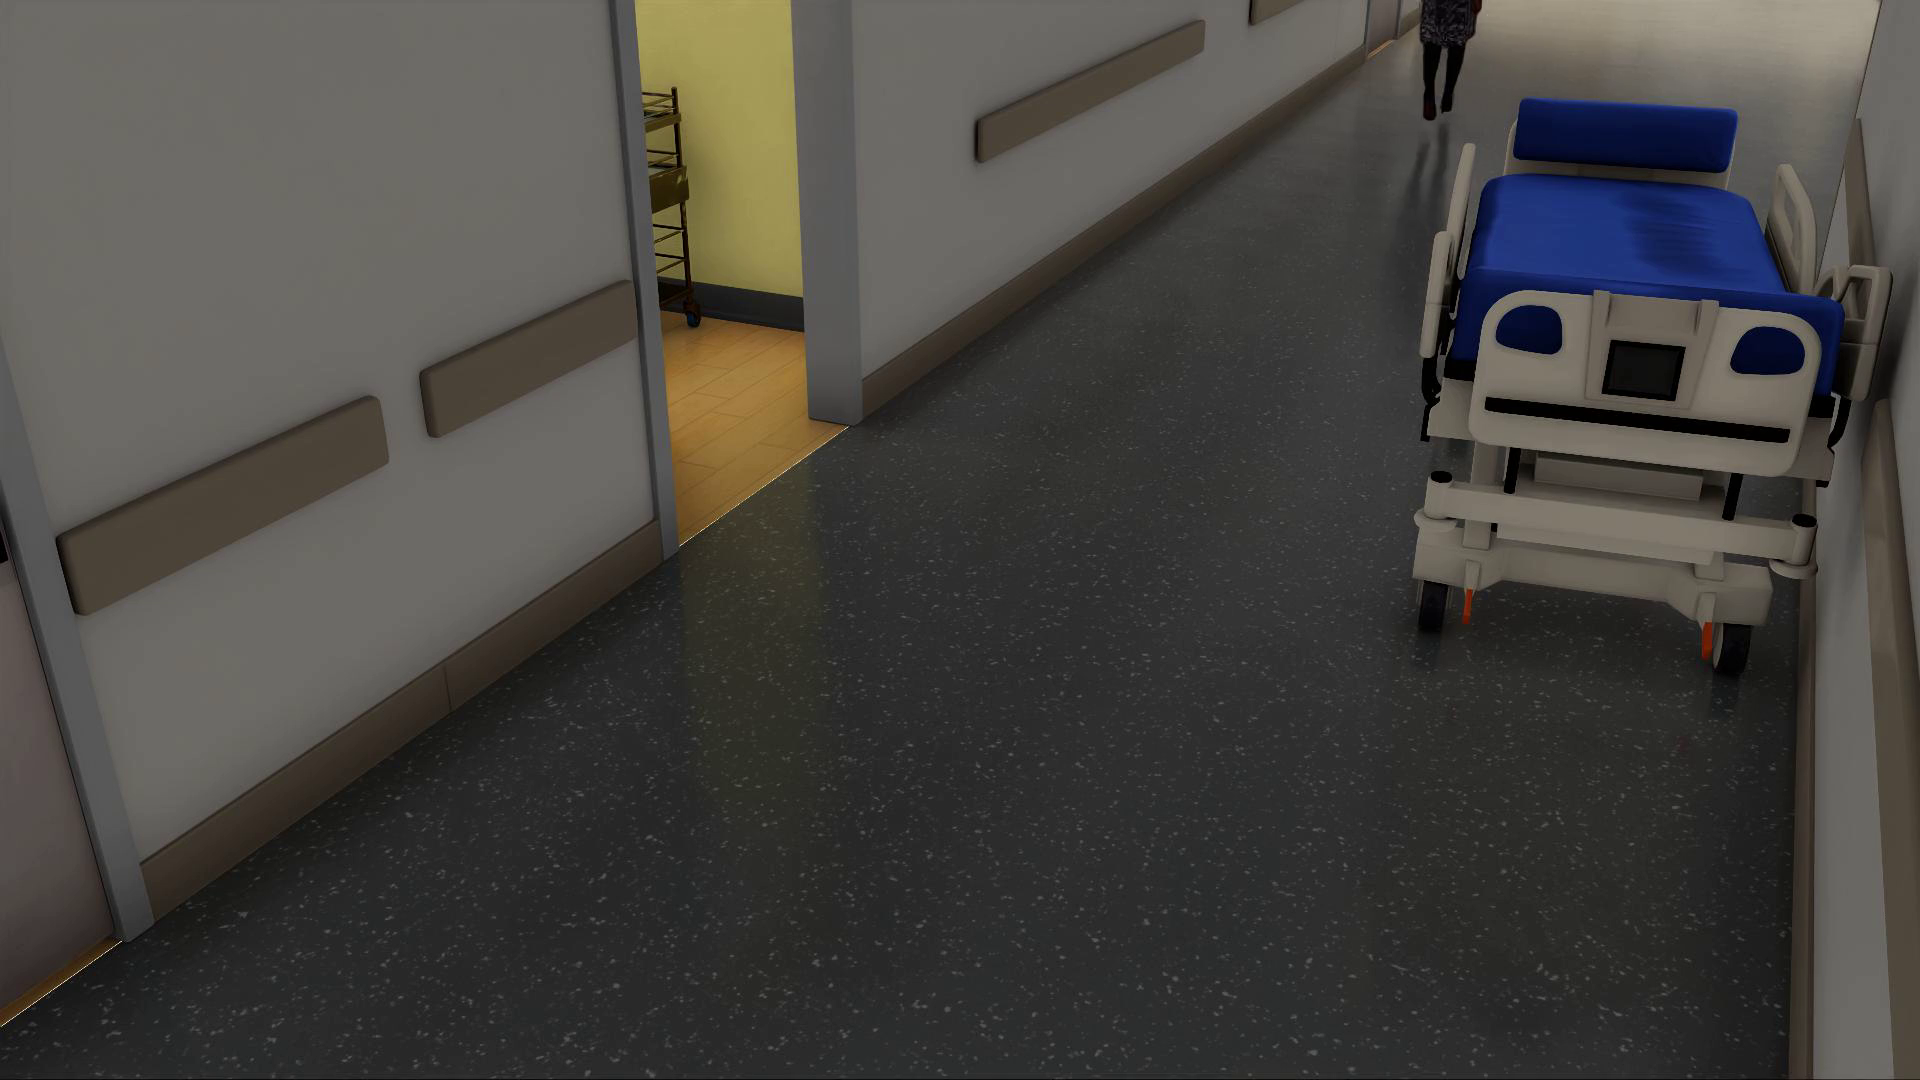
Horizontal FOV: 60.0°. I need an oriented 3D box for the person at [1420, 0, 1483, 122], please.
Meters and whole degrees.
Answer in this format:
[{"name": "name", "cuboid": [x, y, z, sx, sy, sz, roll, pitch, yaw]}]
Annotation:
[{"name": "person", "cuboid": [3.379, -3.748, 11.489, 1.088, 1.754, 0.740, 9, 27, 18]}]
